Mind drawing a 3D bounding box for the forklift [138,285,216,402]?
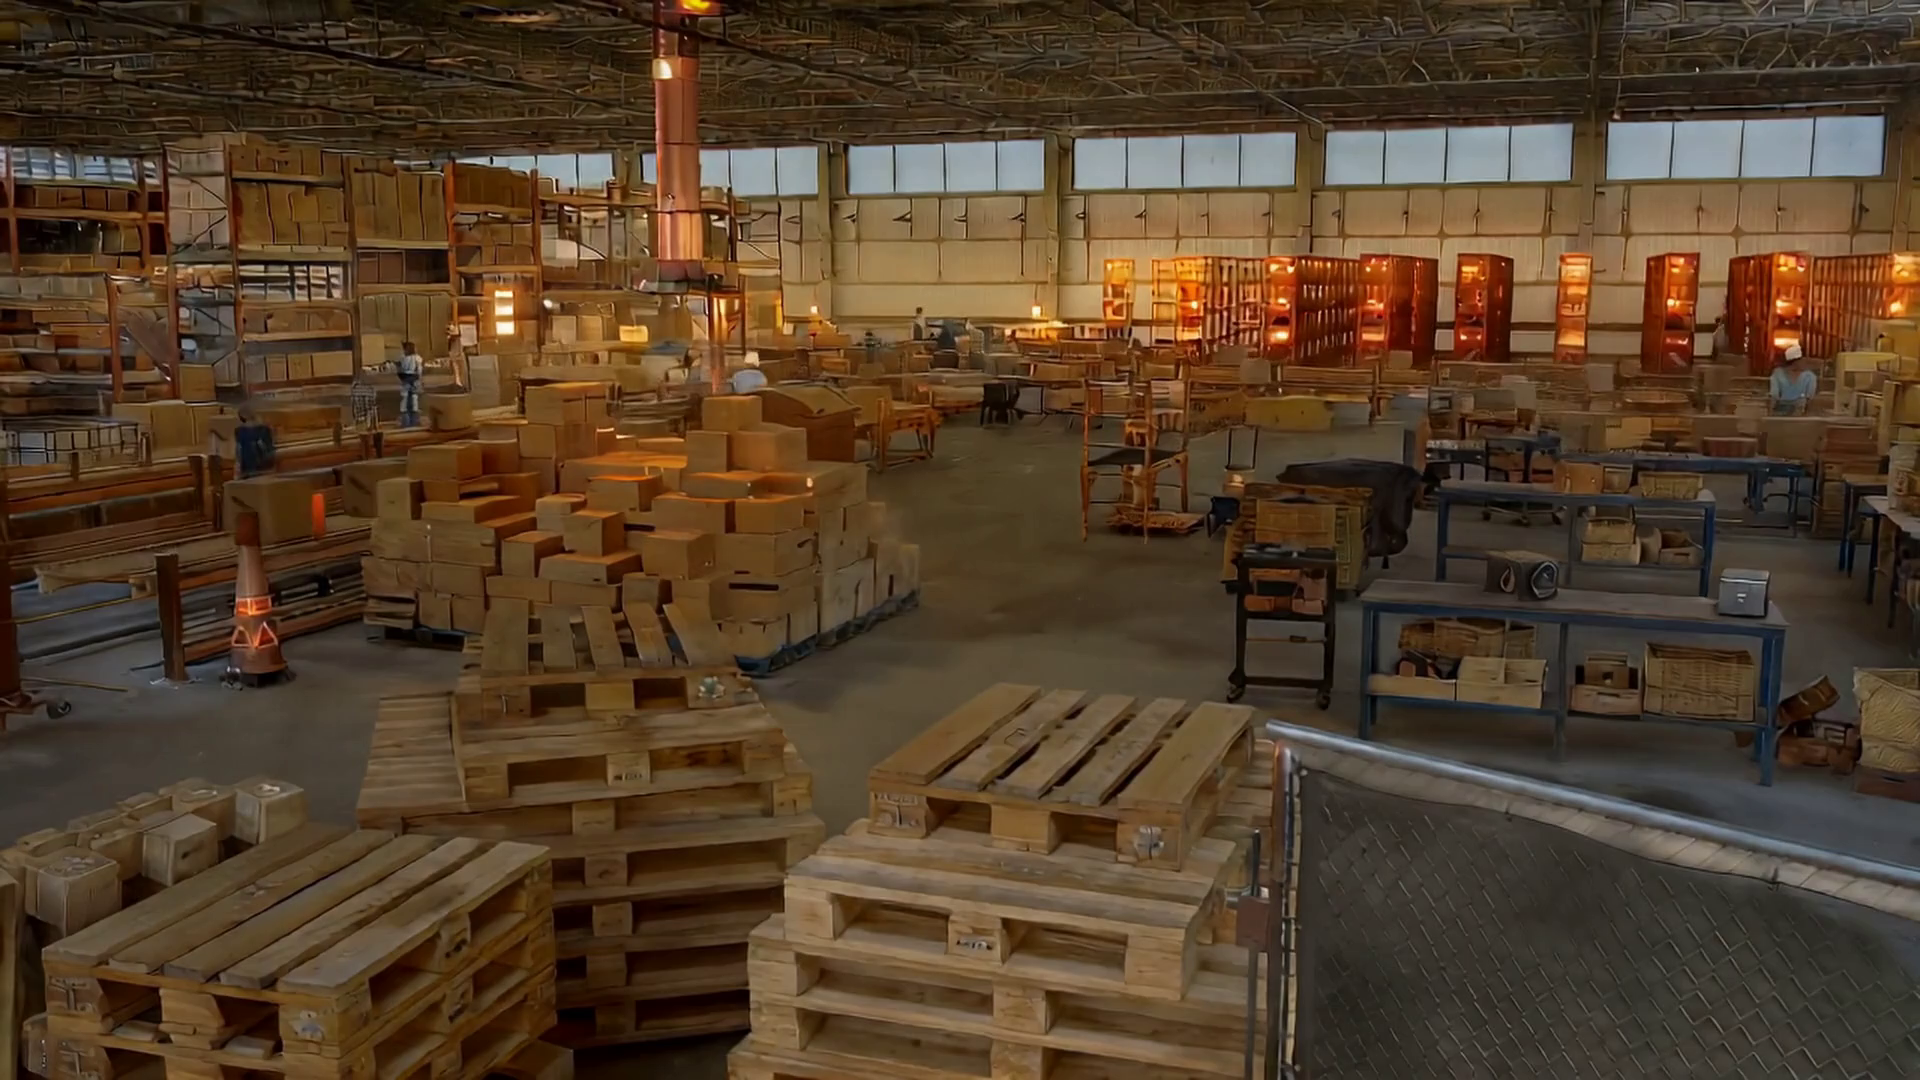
[{"bbox_3d":[-17.480,-4.200,36.461,1.873,2.768,1.129,3,10,19],"label":"forklift"}]

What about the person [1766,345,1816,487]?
[{"bbox_3d":[11.915,-1.778,23.872,0.613,2.041,0.393,4,10,25],"label":"person"}]

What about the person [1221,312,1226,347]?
[{"bbox_3d":[9.304,-7.195,58.549,0.404,1.829,0.600,-5,10,-30],"label":"person"}]

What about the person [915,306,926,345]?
[{"bbox_3d":[-1.447,-7.445,59.782,0.438,1.935,0.633,4,10,22],"label":"person"}]

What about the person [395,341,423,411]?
[{"bbox_3d":[-11.168,-3.175,33.729,0.531,1.698,0.320,-5,10,-29],"label":"person"}]

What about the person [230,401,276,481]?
[{"bbox_3d":[-8.036,-0.750,18.774,0.518,1.608,0.684,3,10,21],"label":"person"}]

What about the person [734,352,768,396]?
[{"bbox_3d":[-3.308,-2.098,26.590,0.615,1.813,0.437,4,10,23],"label":"person"}]

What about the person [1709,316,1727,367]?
[{"bbox_3d":[22.348,-5.679,49.073,0.515,1.818,0.558,2,9,13],"label":"person"}]

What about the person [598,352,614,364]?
[{"bbox_3d":[-7.960,-3.907,37.572,0.375,1.935,0.551,3,9,18],"label":"person"}]

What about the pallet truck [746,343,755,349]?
[{"bbox_3d":[-6.183,-4.618,44.264,1.601,1.201,0.680,-9,12,-43],"label":"pallet truck"}]

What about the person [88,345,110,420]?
[{"bbox_3d":[-18.010,-3.279,34.676,0.808,1.598,0.505,4,10,24],"label":"person"}]

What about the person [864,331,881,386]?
[{"bbox_3d":[-2.130,-3.996,38.807,0.870,1.721,0.533,1,9,7],"label":"person"}]

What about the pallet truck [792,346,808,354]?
[{"bbox_3d":[-3.705,-4.298,42.022,0.653,1.274,1.630,3,10,20],"label":"pallet truck"}]

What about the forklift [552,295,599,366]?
[{"bbox_3d":[-10.866,-6.120,48.519,1.873,2.768,1.129,-6,11,-34],"label":"forklift"}]

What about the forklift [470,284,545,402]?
[{"bbox_3d":[-10.832,-4.702,39.610,1.129,2.768,1.873,3,10,20],"label":"forklift"}]

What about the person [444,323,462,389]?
[{"bbox_3d":[-13.518,-4.884,44.276,0.339,1.757,0.518,6,11,33],"label":"person"}]
